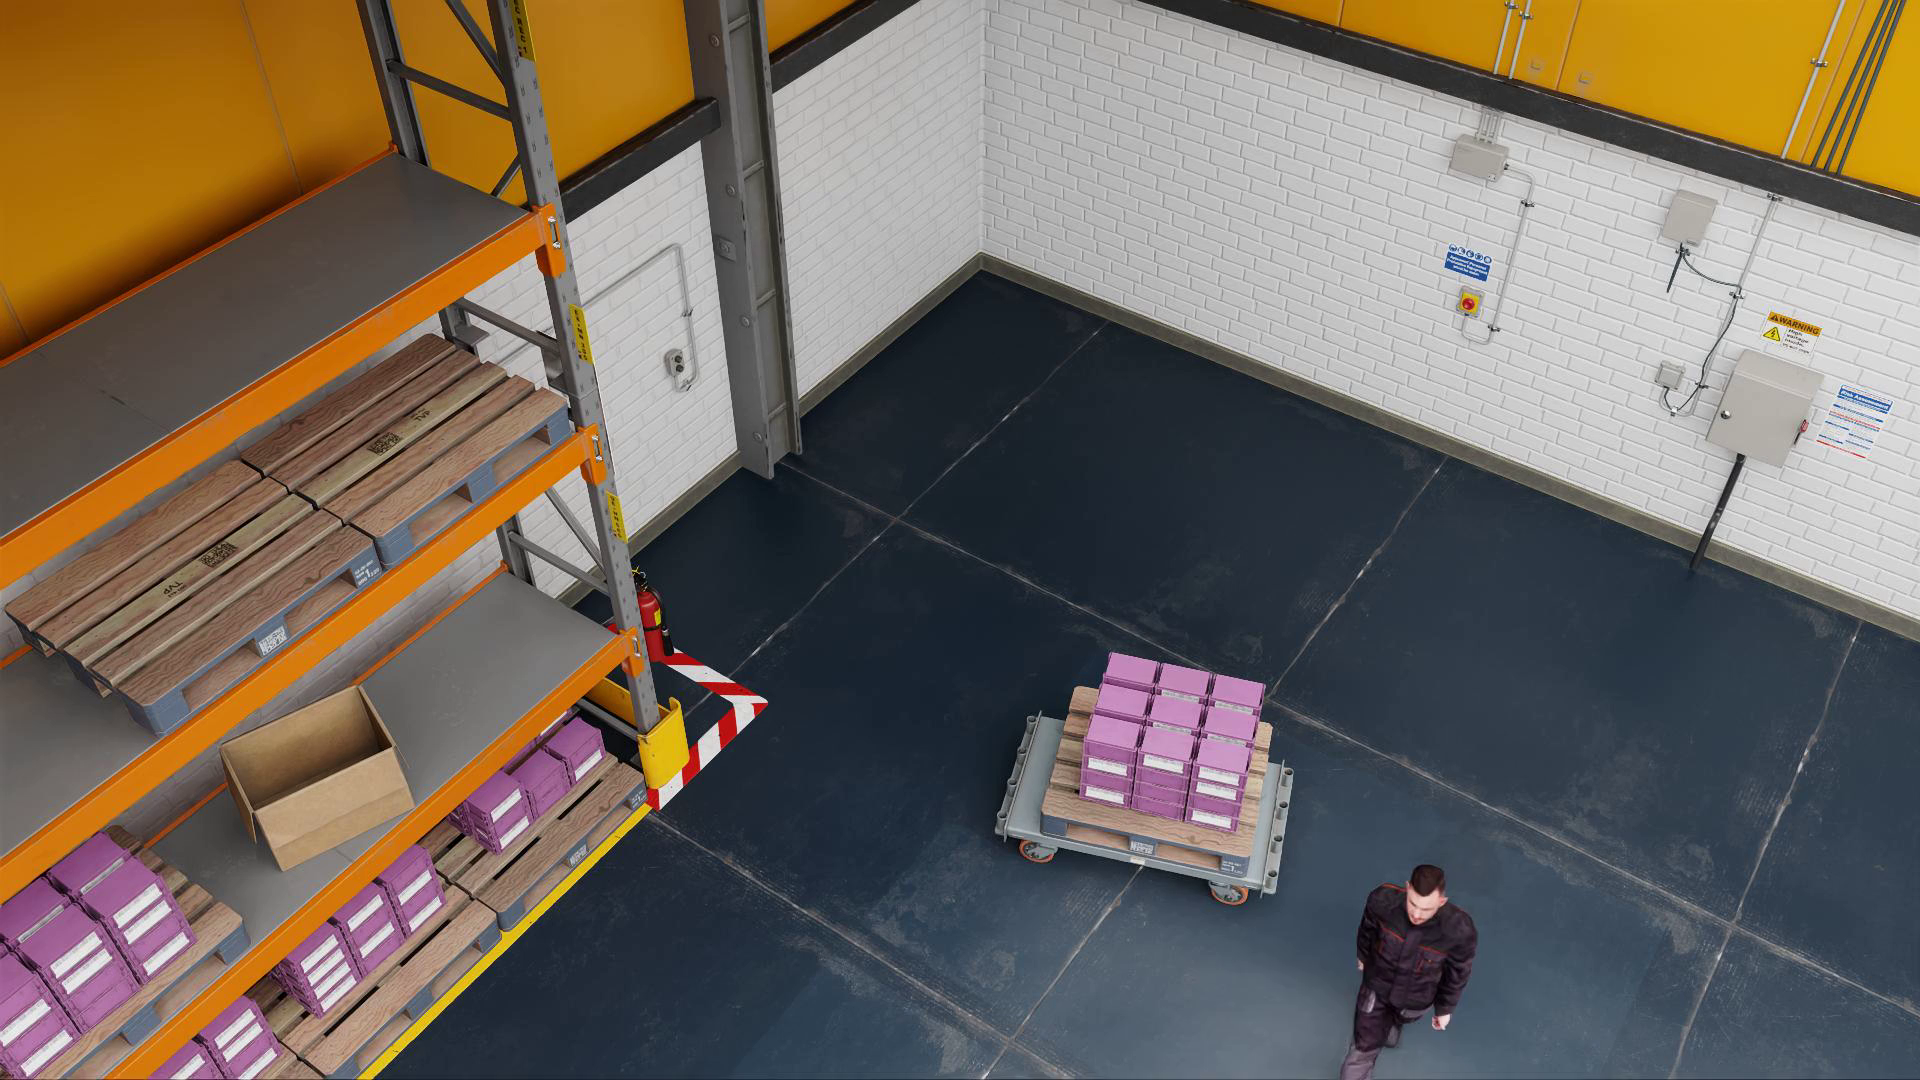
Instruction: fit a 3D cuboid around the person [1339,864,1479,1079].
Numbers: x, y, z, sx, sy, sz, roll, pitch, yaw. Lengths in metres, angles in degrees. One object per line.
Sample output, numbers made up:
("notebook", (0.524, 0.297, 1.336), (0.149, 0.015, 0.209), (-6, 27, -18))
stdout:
("person", (2.258, 2.142, 8.353), (0.859, 1.812, 1.247), (18, 47, 18))
